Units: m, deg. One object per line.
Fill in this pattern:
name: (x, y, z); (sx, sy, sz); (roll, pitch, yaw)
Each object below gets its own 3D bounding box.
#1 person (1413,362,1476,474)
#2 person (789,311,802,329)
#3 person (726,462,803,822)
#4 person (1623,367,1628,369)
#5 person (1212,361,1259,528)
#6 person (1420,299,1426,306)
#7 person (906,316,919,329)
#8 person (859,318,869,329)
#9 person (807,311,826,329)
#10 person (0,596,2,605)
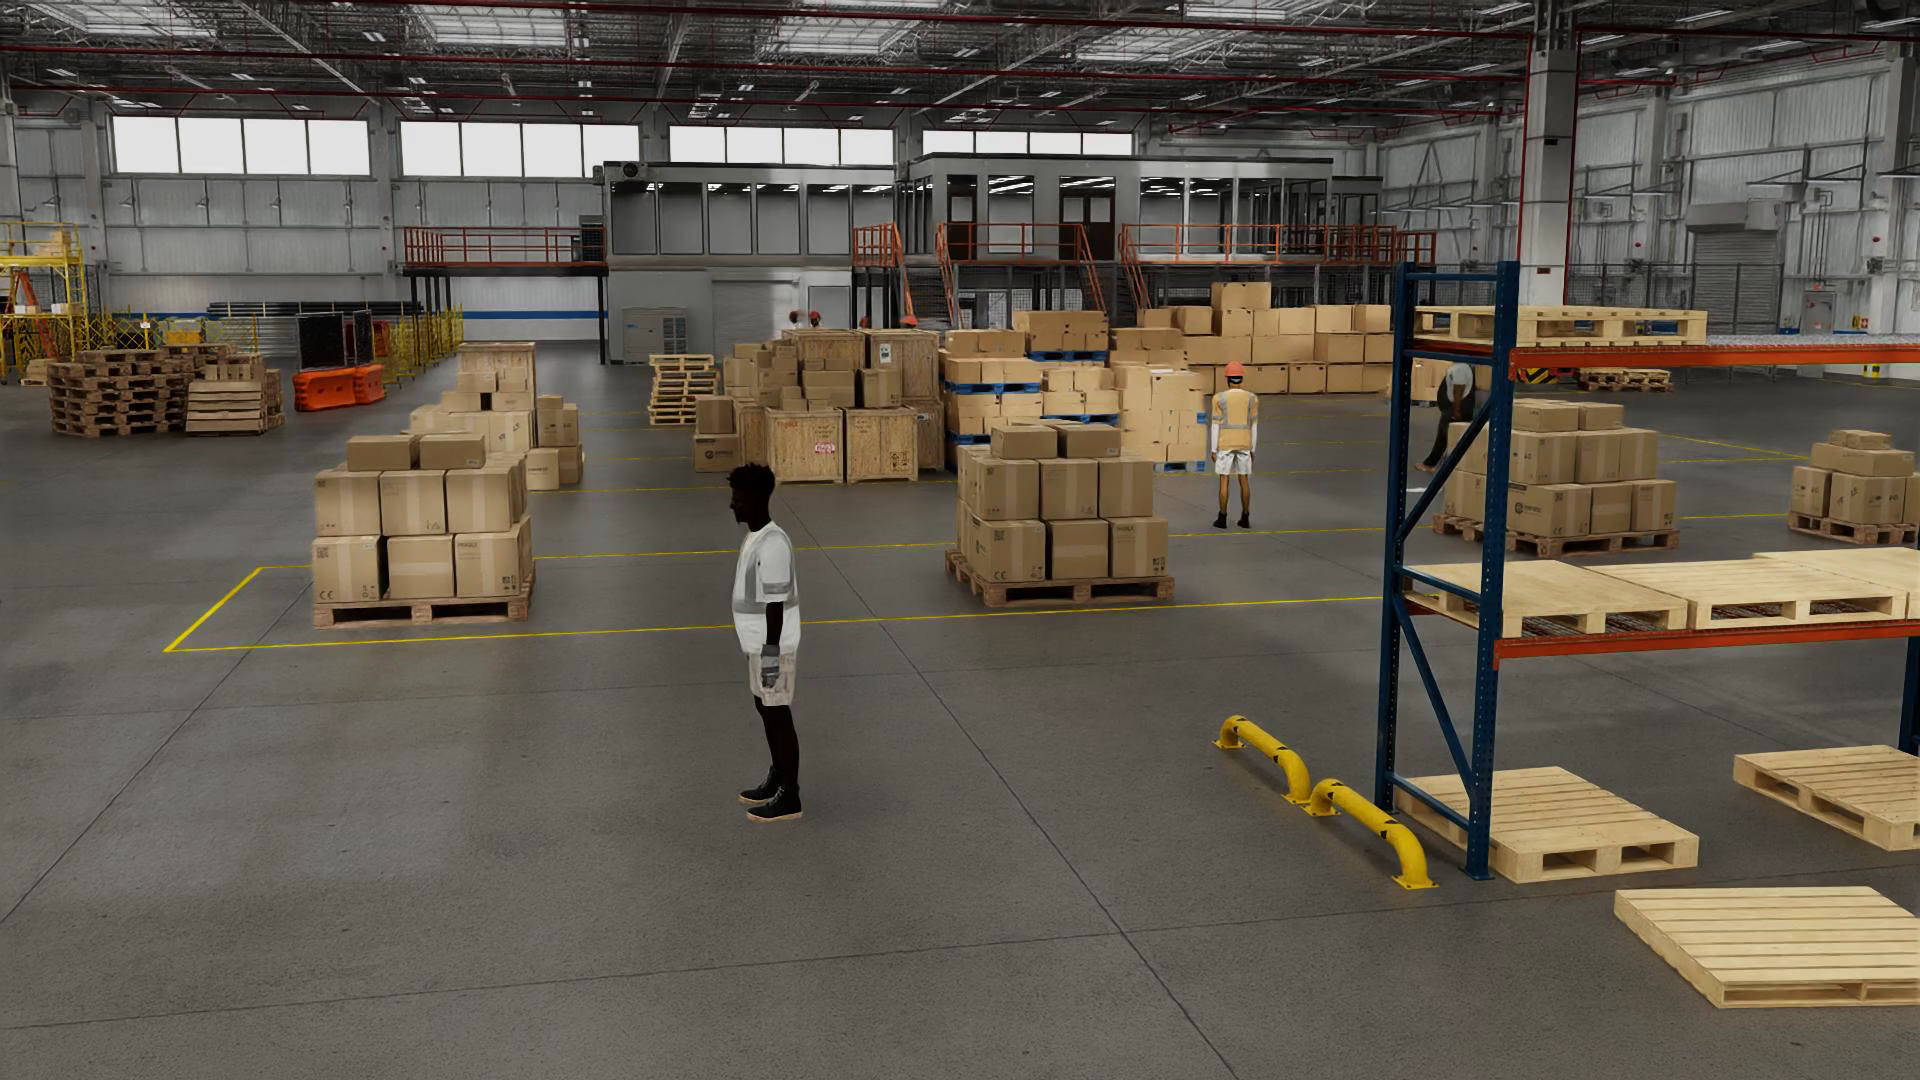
person: (7.086, -1.955, 24.096); (0.979, 2.000, 0.698); (6, 11, 31)
person: (-4.393, -5.049, 43.517); (0.766, 1.859, 0.599); (-5, 10, -27)
person: (-1.067, 0.548, 9.107); (0.383, 1.957, 0.606); (-3, 10, -16)
person: (17.148, -5.012, 43.039); (0.402, 1.937, 0.604); (5, 11, 28)
person: (3.159, -1.092, 19.194); (0.540, 1.929, 0.391); (-1, 9, -7)
person: (16.912, -7.921, 61.099); (0.660, 1.824, 0.684); (-5, 11, -29)
person: (-1.050, -4.045, 37.207); (0.728, 1.909, 0.586); (2, 10, 13)
person: (-2.235, -4.243, 38.688); (0.600, 1.825, 0.961); (-2, 9, -10)
person: (-3.336, -4.287, 38.446); (0.613, 1.994, 0.381); (6, 11, 30)
person: (-6.495, 0.319, 10.750); (0.515, 1.872, 0.333); (-5, 11, -29)
